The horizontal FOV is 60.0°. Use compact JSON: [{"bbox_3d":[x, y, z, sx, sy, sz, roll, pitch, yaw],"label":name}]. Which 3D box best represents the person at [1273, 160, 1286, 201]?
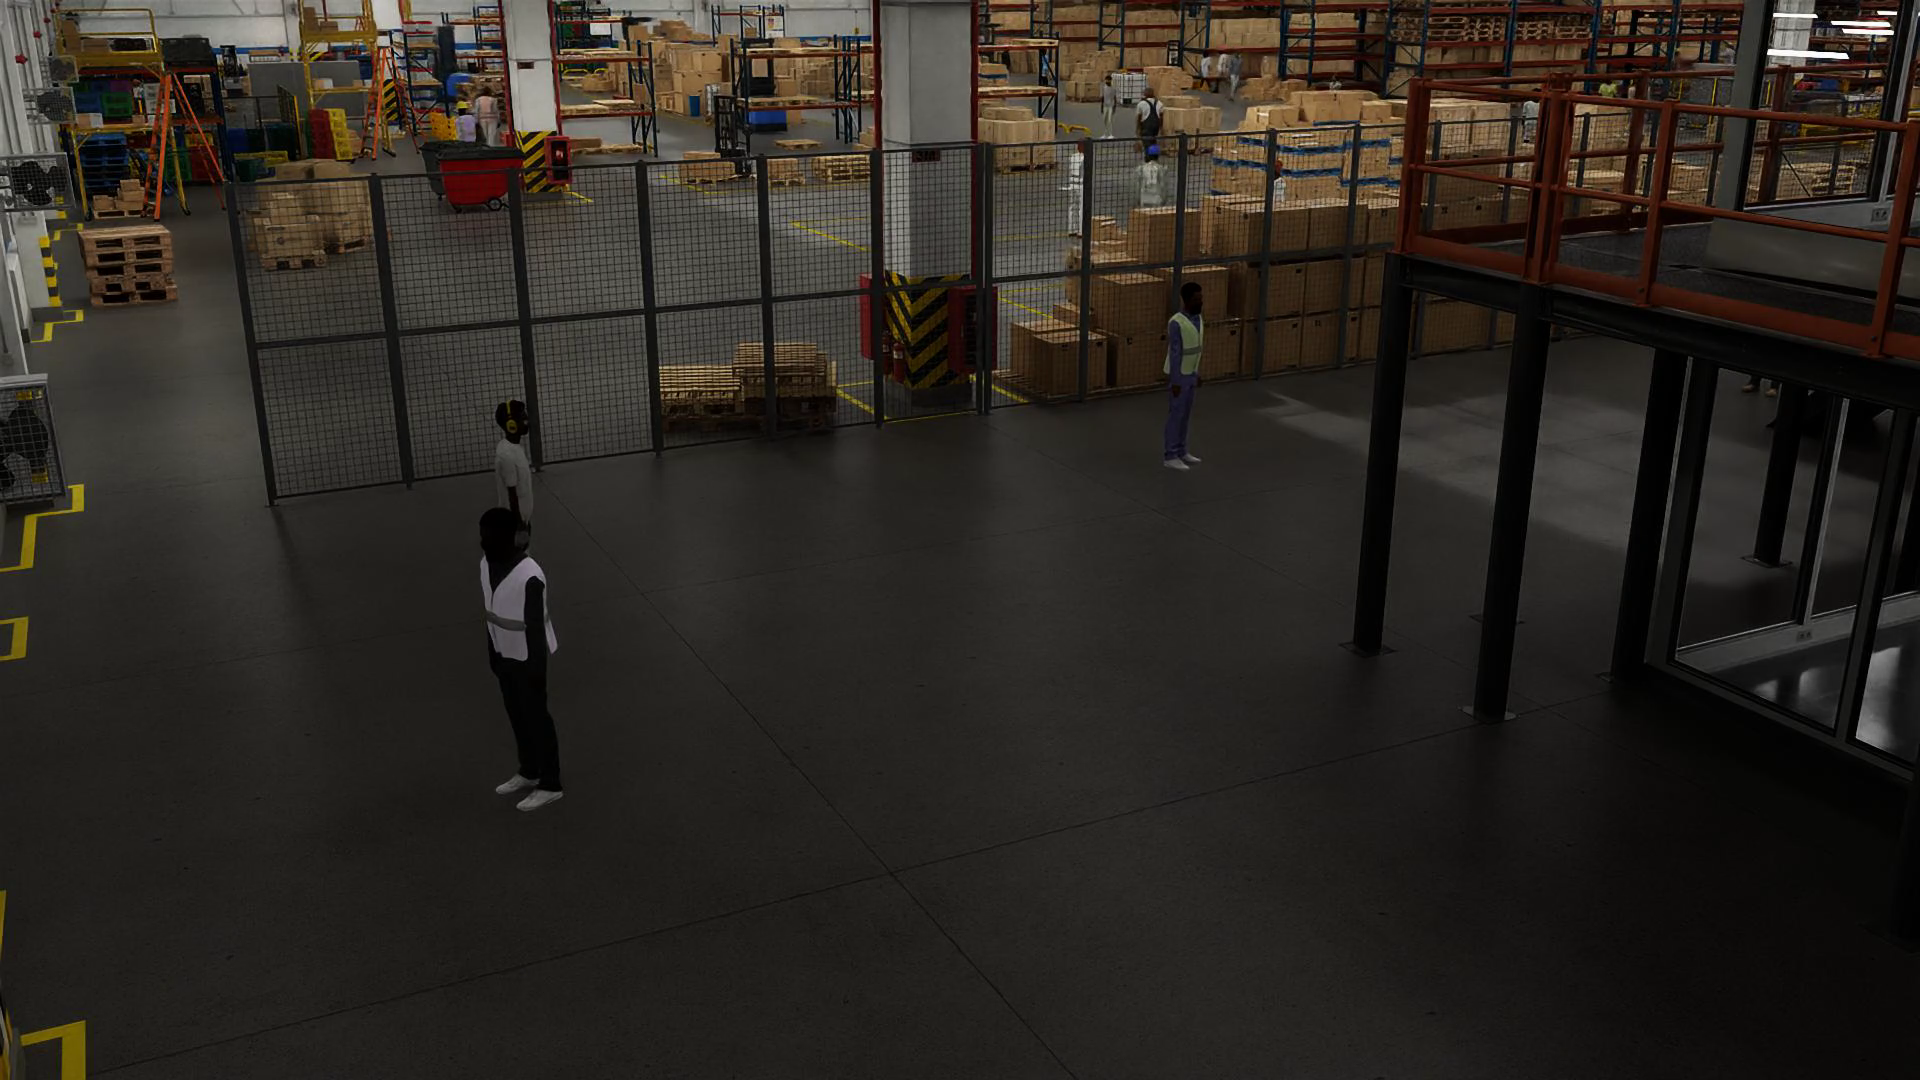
[{"bbox_3d":[5.272,-5.407,27.845,0.354,1.886,0.572,1,19,4],"label":"person"}]

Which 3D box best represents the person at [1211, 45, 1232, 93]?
[{"bbox_3d":[10.725,-19.122,67.600,0.850,1.896,0.581,5,20,15],"label":"person"}]

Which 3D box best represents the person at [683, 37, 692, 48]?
[{"bbox_3d":[-12.241,-21.517,74.475,0.545,1.933,0.376,-4,19,-11],"label":"person"}]

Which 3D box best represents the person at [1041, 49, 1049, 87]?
[{"bbox_3d":[3.486,-19.563,69.166,0.317,1.695,0.540,12,22,31],"label":"person"}]

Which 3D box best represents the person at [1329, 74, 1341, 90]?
[{"bbox_3d":[12.147,-14.285,53.972,0.316,1.629,0.508,-9,21,-23],"label":"person"}]

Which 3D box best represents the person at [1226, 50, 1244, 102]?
[{"bbox_3d":[10.557,-17.695,63.460,0.664,1.889,0.913,-8,21,-21],"label":"person"}]

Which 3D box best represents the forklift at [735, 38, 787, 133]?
[{"bbox_3d":[-6.218,-14.166,51.736,1.129,2.768,1.873,-9,21,-25],"label":"forklift"}]

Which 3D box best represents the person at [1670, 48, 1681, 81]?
[{"bbox_3d":[29.590,-19.393,68.602,0.525,1.742,0.598,-13,23,-33],"label":"person"}]

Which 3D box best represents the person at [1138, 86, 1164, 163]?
[{"bbox_3d":[4.903,-10.710,42.984,0.688,2.000,0.633,-8,20,-21],"label":"person"}]

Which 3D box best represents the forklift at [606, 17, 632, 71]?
[{"bbox_3d":[-14.590,-21.543,73.120,1.873,2.768,1.129,-1,19,-2],"label":"forklift"}]

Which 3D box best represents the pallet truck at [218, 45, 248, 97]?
[{"bbox_3d":[-28.879,-18.665,66.111,0.823,1.965,1.885,-3,19,-9],"label":"pallet truck"}]

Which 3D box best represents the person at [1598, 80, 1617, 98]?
[{"bbox_3d":[20.684,-14.034,53.187,0.528,1.666,0.837,12,23,32],"label":"person"}]

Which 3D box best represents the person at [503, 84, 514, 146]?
[{"bbox_3d":[-12.592,-12.133,47.364,1.037,1.877,0.639,-13,23,-33],"label":"person"}]

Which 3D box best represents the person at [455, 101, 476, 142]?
[{"bbox_3d":[-11.675,-9.379,39.296,0.362,1.928,0.587,10,21,27],"label":"person"}]

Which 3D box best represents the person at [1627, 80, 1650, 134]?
[{"bbox_3d":[20.186,-12.895,49.573,0.648,1.875,0.855,2,19,6],"label":"person"}]

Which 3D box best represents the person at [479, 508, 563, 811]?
[{"bbox_3d":[-2.671,0.703,10.108,0.584,1.911,0.391,17,25,41],"label":"person"}]

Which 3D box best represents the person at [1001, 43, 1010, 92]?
[{"bbox_3d":[1.871,-19.109,67.396,0.374,1.997,0.614,7,20,20],"label":"person"}]

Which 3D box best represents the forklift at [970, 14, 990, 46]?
[{"bbox_3d":[0.932,-23.180,77.864,1.129,2.768,1.873,-9,21,-25],"label":"forklift"}]

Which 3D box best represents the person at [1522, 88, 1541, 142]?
[{"bbox_3d":[14.843,-10.707,43.089,0.607,1.966,0.367,5,20,15],"label":"person"}]

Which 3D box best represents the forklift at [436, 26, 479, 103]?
[{"bbox_3d":[-19.085,-17.782,62.216,1.873,2.768,1.129,1,19,3],"label":"forklift"}]

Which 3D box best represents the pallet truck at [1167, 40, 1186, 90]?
[{"bbox_3d":[9.045,-19.971,69.895,0.823,1.965,1.885,-3,19,-8],"label":"pallet truck"}]

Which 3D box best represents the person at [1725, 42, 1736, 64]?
[{"bbox_3d":[33.595,-20.714,72.364,0.714,1.786,0.628,-4,19,-10],"label":"person"}]

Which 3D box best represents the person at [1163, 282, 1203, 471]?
[{"bbox_3d":[2.290,-1.687,17.012,0.390,1.920,0.587,11,22,30],"label":"person"}]

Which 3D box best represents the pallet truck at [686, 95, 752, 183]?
[{"bbox_3d":[-5.836,-9.608,39.856,0.823,1.965,1.885,10,22,27],"label":"pallet truck"}]

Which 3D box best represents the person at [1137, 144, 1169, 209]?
[{"bbox_3d":[3.435,-6.098,29.773,0.612,1.935,0.549,10,21,26],"label":"person"}]

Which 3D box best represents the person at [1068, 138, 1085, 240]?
[{"bbox_3d":[2.270,-6.623,31.395,0.350,1.878,0.567,-16,25,-38],"label":"person"}]

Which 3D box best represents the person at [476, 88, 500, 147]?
[{"bbox_3d":[-12.889,-11.457,45.543,0.630,1.784,0.973,0,19,1],"label":"person"}]

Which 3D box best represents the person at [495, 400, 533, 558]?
[{"bbox_3d":[-3.330,-0.149,12.628,0.323,1.870,0.556,-5,20,-14],"label":"person"}]

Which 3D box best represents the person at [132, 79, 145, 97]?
[{"bbox_3d":[-25.371,-13.405,51.419,0.524,1.632,0.321,6,20,17],"label":"person"}]

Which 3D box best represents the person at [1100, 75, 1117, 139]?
[{"bbox_3d":[4.444,-12.948,49.753,0.527,1.858,0.318,14,23,35],"label":"person"}]

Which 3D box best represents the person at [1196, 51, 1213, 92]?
[{"bbox_3d":[10.130,-19.314,68.502,0.845,1.654,0.531,-7,20,-18],"label":"person"}]
